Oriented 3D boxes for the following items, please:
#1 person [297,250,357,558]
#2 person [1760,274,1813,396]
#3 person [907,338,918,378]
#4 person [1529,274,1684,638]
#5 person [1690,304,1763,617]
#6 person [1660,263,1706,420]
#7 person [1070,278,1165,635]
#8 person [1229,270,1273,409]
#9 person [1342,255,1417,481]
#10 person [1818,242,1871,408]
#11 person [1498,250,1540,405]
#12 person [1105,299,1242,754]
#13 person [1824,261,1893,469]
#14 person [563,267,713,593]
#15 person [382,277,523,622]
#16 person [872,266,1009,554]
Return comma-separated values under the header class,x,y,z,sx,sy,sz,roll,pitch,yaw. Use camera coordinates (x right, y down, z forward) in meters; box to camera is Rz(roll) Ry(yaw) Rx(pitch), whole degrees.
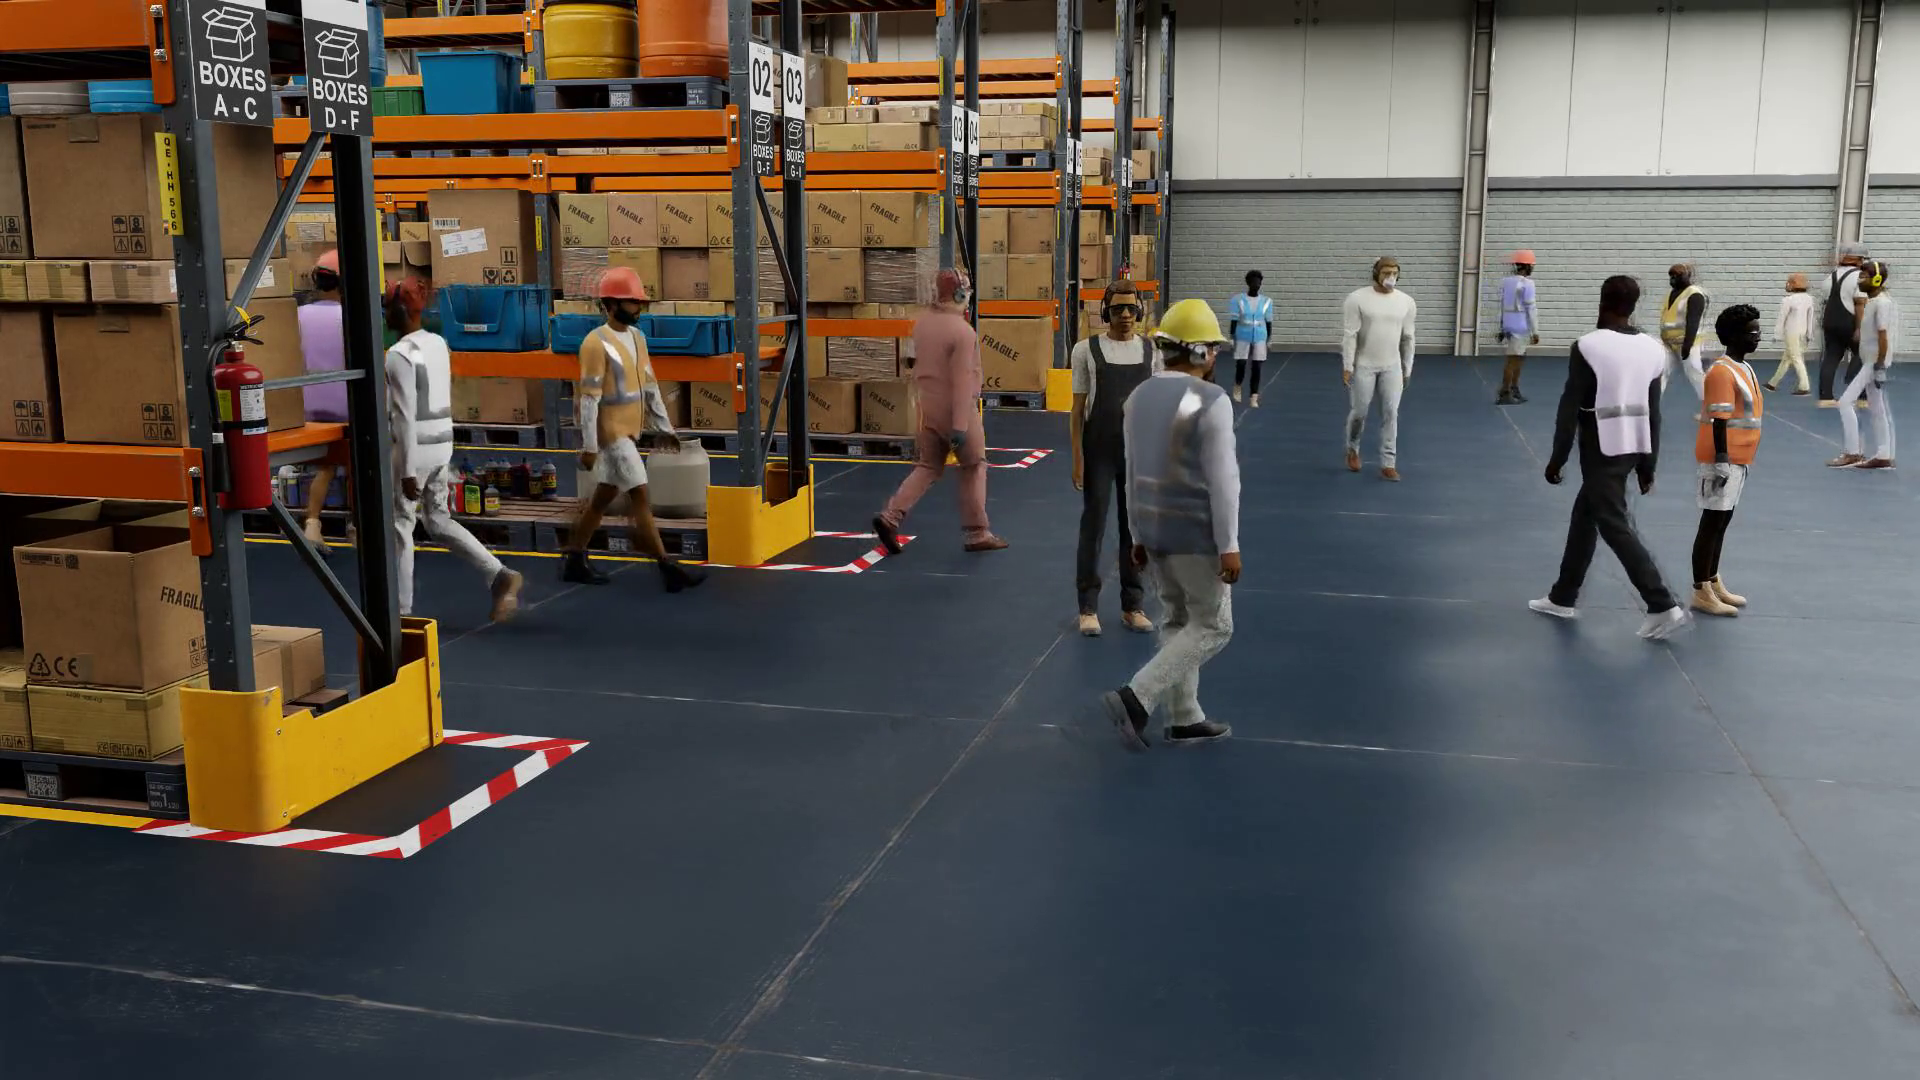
class,x,y,z,sx,sy,sz,roll,pitch,yaw
person,-3.983,-0.857,10.653,0.658,1.984,0.782,1,10,5
person,10.977,-2.715,22.010,0.519,1.580,0.842,-5,11,-25
person,-0.220,-1.934,17.002,0.926,1.846,0.599,4,11,20
person,3.456,-0.450,8.707,0.592,1.872,0.969,-6,12,-29
person,4.212,-0.440,9.129,0.318,1.697,0.535,7,12,34
person,8.189,-2.231,18.829,0.990,1.793,0.630,-2,10,-12
person,0.819,-0.425,8.634,0.508,1.846,0.345,-2,11,-13
person,3.535,-2.437,20.203,0.551,1.682,0.383,-1,10,-3
person,3.590,-1.486,14.308,0.653,1.920,0.740,0,10,-1
person,10.864,-2.606,20.179,0.820,2.000,0.700,-2,10,-13
person,6.992,-2.631,20.654,0.644,1.911,0.561,-3,11,-15
person,0.835,-0.033,6.545,0.597,1.816,0.611,-6,12,-29
person,8.046,-1.545,14.822,0.690,1.849,0.495,5,11,25
person,-1.947,-0.628,9.669,1.019,1.885,0.561,3,11,14
person,-2.747,-0.430,8.634,0.800,1.863,0.582,2,10,11
person,-0.112,-0.827,10.778,0.874,1.881,0.643,-7,12,-35
